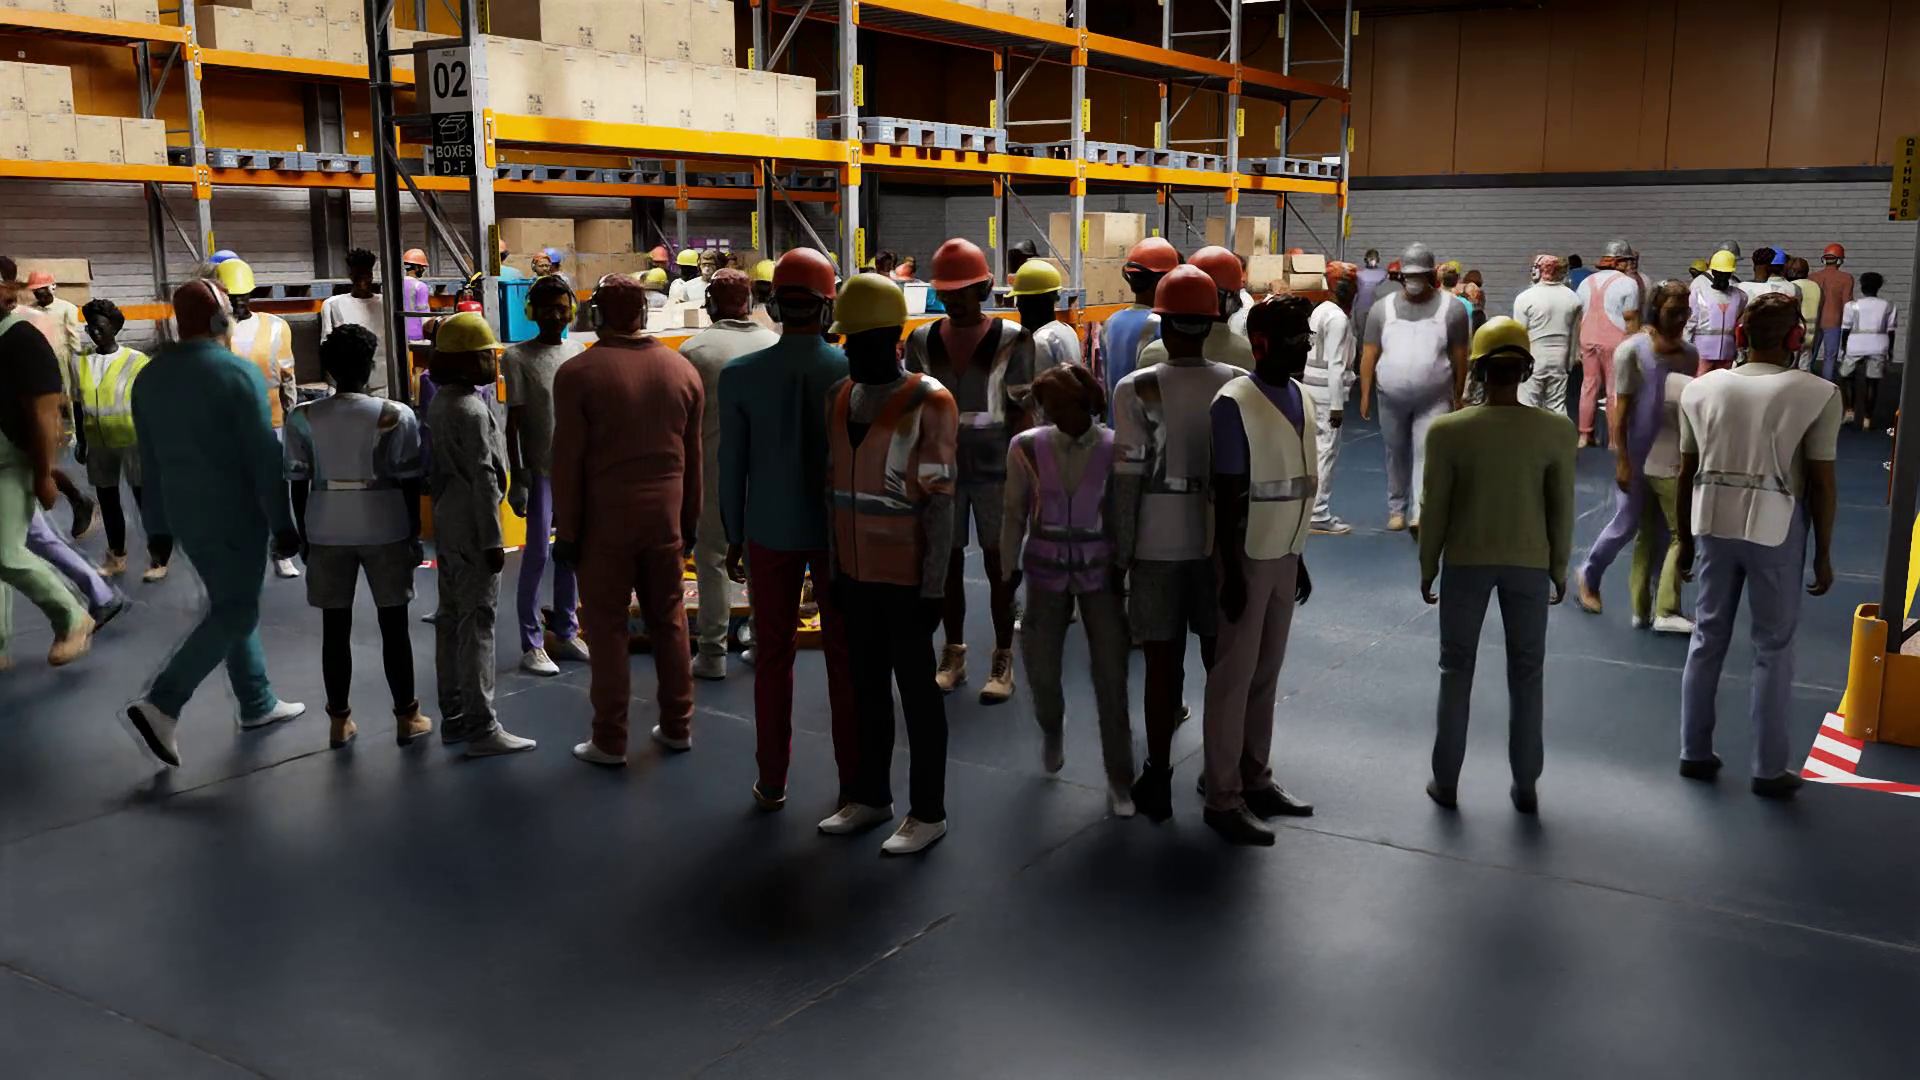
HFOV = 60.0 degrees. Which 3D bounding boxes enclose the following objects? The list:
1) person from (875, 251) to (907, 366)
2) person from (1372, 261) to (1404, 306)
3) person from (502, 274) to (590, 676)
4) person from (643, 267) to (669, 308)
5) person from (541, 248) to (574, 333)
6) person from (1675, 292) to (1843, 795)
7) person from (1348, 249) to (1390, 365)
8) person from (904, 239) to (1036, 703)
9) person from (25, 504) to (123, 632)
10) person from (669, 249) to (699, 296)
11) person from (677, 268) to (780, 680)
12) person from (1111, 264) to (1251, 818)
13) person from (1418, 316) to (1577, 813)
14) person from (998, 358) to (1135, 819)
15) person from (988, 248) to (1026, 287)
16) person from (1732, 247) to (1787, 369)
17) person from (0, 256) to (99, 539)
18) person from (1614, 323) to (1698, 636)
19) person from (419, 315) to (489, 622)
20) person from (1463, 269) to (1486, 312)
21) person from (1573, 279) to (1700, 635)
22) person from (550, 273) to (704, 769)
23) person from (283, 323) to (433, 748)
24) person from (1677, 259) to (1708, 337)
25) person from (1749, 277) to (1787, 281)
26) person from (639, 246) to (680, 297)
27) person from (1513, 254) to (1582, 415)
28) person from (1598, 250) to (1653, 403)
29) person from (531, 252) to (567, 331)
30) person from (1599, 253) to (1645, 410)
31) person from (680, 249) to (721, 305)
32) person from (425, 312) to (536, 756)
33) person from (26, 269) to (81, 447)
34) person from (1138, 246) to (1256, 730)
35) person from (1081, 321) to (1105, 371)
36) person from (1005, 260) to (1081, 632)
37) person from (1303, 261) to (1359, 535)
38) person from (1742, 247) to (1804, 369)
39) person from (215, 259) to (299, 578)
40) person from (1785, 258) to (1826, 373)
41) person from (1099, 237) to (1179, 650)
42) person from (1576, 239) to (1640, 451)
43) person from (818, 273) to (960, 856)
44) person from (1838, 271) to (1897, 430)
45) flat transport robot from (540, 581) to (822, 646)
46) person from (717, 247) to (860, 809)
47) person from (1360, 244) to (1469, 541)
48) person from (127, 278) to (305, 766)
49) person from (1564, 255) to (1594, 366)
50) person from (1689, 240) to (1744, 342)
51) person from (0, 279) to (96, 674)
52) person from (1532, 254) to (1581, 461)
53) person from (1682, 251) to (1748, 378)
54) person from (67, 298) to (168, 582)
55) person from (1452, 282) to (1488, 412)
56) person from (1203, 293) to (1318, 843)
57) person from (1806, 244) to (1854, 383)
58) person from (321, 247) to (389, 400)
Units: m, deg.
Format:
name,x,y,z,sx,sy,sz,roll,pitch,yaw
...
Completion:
name,x,y,z,sx,sy,sz,roll,pitch,yaw
person,-0.781,-2.097,17.636,0.599,1.905,0.391,-8,13,-37
person,6.116,-3.088,23.606,0.578,1.729,0.691,4,11,19
person,-1.881,-0.302,7.825,0.400,1.865,0.567,7,12,34
person,-3.600,-2.297,19.271,0.517,1.713,0.672,5,11,26
person,-4.853,-2.479,19.677,0.644,1.923,0.632,-3,11,-16
person,2.900,0.015,6.122,0.391,1.836,0.562,-9,14,-41
person,6.515,-3.695,26.532,0.633,1.899,1.006,3,11,17
person,0.025,-0.295,7.314,0.617,2.028,0.410,4,11,19
person,-4.794,-0.344,8.426,0.908,1.720,0.531,-5,11,-24
person,-3.017,-2.247,18.424,0.397,1.918,0.588,1,10,5
person,-1.056,-0.303,7.729,0.653,1.895,0.402,-9,13,-40
person,0.776,0.010,5.860,0.547,1.937,0.379,-2,10,-12
person,1.894,0.091,5.915,0.528,1.761,0.341,2,10,13
person,0.431,0.146,5.975,0.560,1.619,0.515,2,10,11
person,0.550,-2.397,19.233,0.665,1.939,0.469,-5,11,-24
person,7.796,-1.887,16.334,0.375,1.958,0.598,-8,13,-36
person,-6.093,-0.884,10.838,0.627,1.943,0.727,3,11,14
person,3.625,-0.319,8.616,0.313,1.598,0.632,-5,11,-24
person,-2.680,-0.378,8.866,0.319,1.631,0.524,4,11,19
person,7.019,-2.884,22.770,0.309,1.626,0.583,8,13,36
person,3.590,-0.444,8.700,0.514,1.844,0.656,-3,11,-14
person,-1.300,-0.078,6.475,0.654,1.900,0.395,-9,14,-42
person,-2.396,-0.009,6.633,0.536,1.696,0.322,-1,10,-5
person,9.705,-2.814,21.985,0.327,1.769,0.525,-6,12,-28
person,9.825,-2.567,20.323,0.380,1.876,0.605,-6,12,-32
person,-4.030,-3.000,22.532,0.589,1.946,0.977,-1,10,-3
person,5.069,-1.533,14.536,0.647,1.899,0.399,-3,11,-14
person,8.151,-2.596,20.385,0.399,1.909,0.642,-3,11,-16
person,-4.700,-2.300,18.808,0.584,1.882,0.339,-8,13,-39
person,7.862,-2.479,19.780,0.401,1.899,0.636,9,14,41
person,-2.515,-1.963,16.836,0.635,1.931,0.363,1,10,8
person,-1.923,-0.024,6.588,0.299,1.745,0.483,-8,13,-37
person,-8.890,-1.769,16.275,0.571,1.740,0.361,1,10,4
person,1.012,-0.184,6.770,0.612,1.997,0.375,5,11,27
person,1.975,-3.360,24.411,0.407,1.986,0.616,-9,14,-41
person,0.427,-0.476,8.607,0.397,1.919,0.586,4,11,21
person,2.548,-0.974,11.482,0.343,1.879,0.581,0,10,0
person,7.939,-1.887,16.340,0.607,1.947,0.406,-2,10,-9
person,-4.232,-0.701,9.876,0.591,1.913,0.394,-7,12,-34
person,9.010,-2.125,17.995,0.629,1.837,0.430,-3,11,-19
person,0.938,-0.481,8.327,0.412,2.036,0.607,-5,12,-28
person,6.307,-1.890,16.105,0.536,2.000,0.676,-6,12,-30
person,-0.259,0.083,5.521,0.583,1.918,0.394,10,14,44
person,9.712,-2.021,17.808,0.573,1.692,0.407,4,11,19
flat transport robot,-1.376,0.366,8.510,1.431,0.197,0.652,-1,10,-3
person,-0.544,-0.027,5.910,0.617,1.994,0.381,-1,10,-4
person,3.054,-1.021,11.289,0.693,2.000,0.943,4,11,22
person,-2.994,-0.086,6.577,0.636,1.879,0.863,6,12,28
person,9.990,-3.724,26.951,0.654,1.796,0.871,0,10,1
person,7.762,-2.052,17.000,0.680,2.000,0.535,-5,11,-26
person,-4.458,-0.356,7.602,0.695,2.000,0.574,4,11,23
person,5.316,-1.644,15.145,0.732,1.896,0.685,-2,10,-11
person,7.039,-1.726,15.515,0.594,1.922,0.385,0,10,-2
person,-4.978,-0.579,9.838,0.545,1.689,0.324,2,10,9
person,4.718,-1.571,15.472,0.517,1.633,0.314,-9,14,-42
person,1.029,0.079,5.727,0.397,1.847,0.564,8,13,38
person,10.773,-2.681,20.683,0.438,1.981,0.627,-6,12,-31
person,-4.440,-1.192,12.438,0.606,1.967,0.367,-4,11,-23
